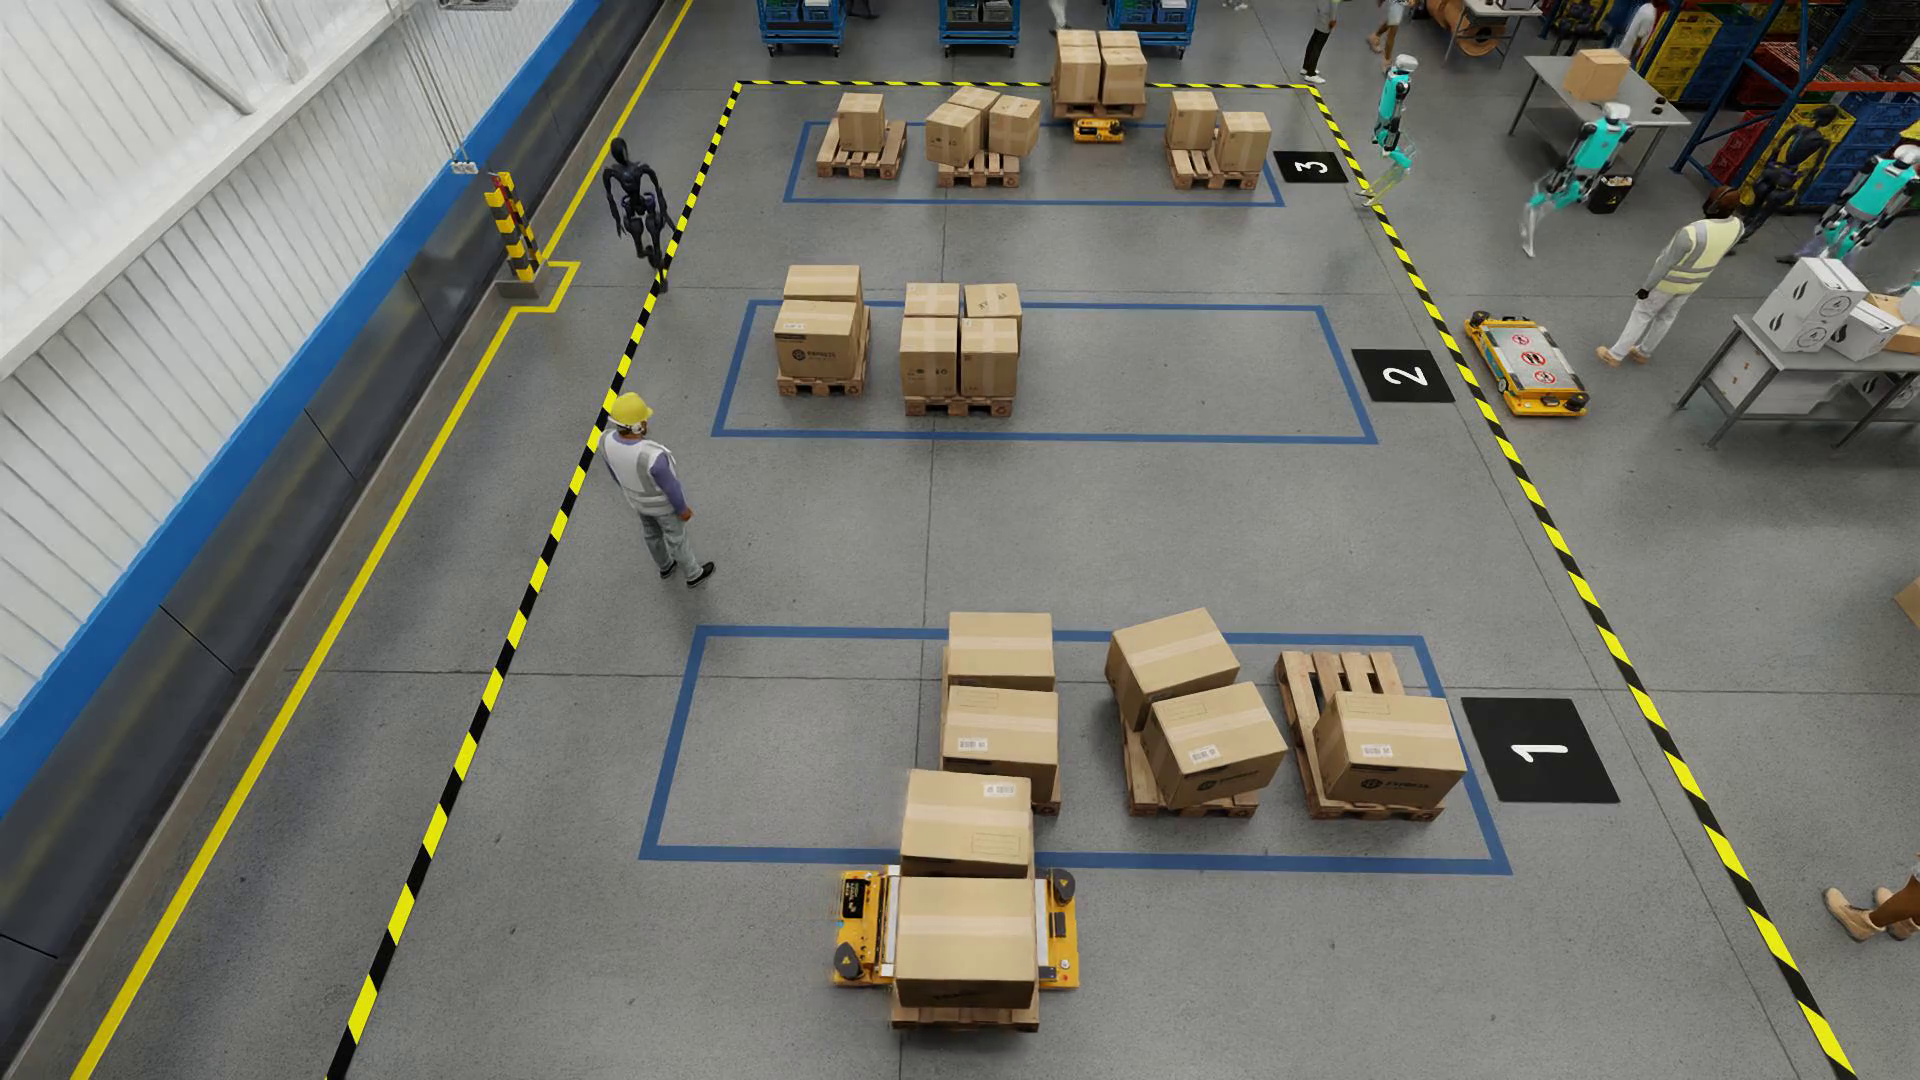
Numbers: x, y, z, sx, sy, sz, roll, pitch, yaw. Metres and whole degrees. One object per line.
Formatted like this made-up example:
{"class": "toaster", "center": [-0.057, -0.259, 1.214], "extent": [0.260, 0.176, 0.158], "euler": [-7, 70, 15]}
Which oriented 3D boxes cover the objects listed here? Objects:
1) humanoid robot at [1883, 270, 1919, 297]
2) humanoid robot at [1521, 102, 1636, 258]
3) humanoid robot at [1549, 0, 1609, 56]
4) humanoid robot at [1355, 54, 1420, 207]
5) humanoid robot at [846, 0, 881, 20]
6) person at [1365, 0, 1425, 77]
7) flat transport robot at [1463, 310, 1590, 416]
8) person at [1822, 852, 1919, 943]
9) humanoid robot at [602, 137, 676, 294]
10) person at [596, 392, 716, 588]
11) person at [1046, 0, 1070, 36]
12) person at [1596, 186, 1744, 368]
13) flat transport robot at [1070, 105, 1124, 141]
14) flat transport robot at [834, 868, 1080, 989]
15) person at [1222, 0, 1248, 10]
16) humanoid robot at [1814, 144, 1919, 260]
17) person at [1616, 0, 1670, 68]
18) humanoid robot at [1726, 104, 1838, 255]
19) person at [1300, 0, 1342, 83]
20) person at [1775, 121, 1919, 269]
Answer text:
{"class": "humanoid robot", "center": [9.417, -2.489, 8.748], "extent": [1.009, 1.730, 0.551], "euler": [13, 50, 11]}
{"class": "humanoid robot", "center": [6.585, -3.919, 10.028], "extent": [0.553, 1.891, 0.763], "euler": [1, 49, 1]}
{"class": "humanoid robot", "center": [8.837, -7.489, 13.099], "extent": [0.603, 1.628, 0.639], "euler": [30, 55, 23]}
{"class": "humanoid robot", "center": [5.056, -4.666, 10.512], "extent": [0.735, 1.677, 0.533], "euler": [1, 49, 1]}
{"class": "humanoid robot", "center": [-1.588, -9.202, 14.581], "extent": [0.689, 1.636, 0.601], "euler": [7, 50, 6]}
{"class": "person", "center": [6.380, -7.889, 13.241], "extent": [0.656, 1.980, 1.080], "euler": [-11, 50, -9]}
{"class": "flat transport robot", "center": [5.573, -1.757, 9.054], "extent": [0.659, 0.231, 1.431], "euler": [1, 49, 1]}
{"class": "person", "center": [5.580, 1.657, 4.933], "extent": [0.610, 2.032, 0.398], "euler": [2, 49, 2]}
{"class": "humanoid robot", "center": [-3.314, -3.437, 9.588], "extent": [0.603, 1.640, 0.561], "euler": [-8, 50, -7]}
{"class": "person", "center": [-2.250, -0.331, 6.792], "extent": [0.586, 1.822, 0.404], "euler": [21, 52, 17]}
{"class": "person", "center": [1.573, -8.586, 13.934], "extent": [0.600, 1.821, 0.549], "euler": [-27, 54, -21]}
{"class": "person", "center": [6.683, -2.428, 8.603], "extent": [0.627, 1.837, 0.429], "euler": [-9, 50, -8]}
{"class": "flat transport robot", "center": [1.867, -5.942, 12.658], "extent": [0.652, 0.197, 1.431], "euler": [1, 49, 1]}
{"class": "flat transport robot", "center": [-0.013, 2.316, 5.510], "extent": [1.431, 0.197, 0.652], "euler": [1, 49, 1]}
{"class": "person", "center": [4.633, -9.616, 14.880], "extent": [0.321, 1.742, 0.491], "euler": [-36, 58, -27]}
{"class": "humanoid robot", "center": [9.116, -3.141, 9.360], "extent": [0.723, 1.908, 0.566], "euler": [-22, 53, -18]}
{"class": "person", "center": [8.617, -6.261, 11.907], "extent": [0.580, 1.849, 0.553], "euler": [21, 52, 17]}
{"class": "humanoid robot", "center": [8.965, -3.899, 9.990], "extent": [0.607, 1.637, 0.588], "euler": [-11, 50, -9]}
{"class": "person", "center": [5.252, -7.497, 12.976], "extent": [0.393, 1.850, 0.587], "euler": [2, 49, 2]}
{"class": "person", "center": [9.513, -3.517, 9.607], "extent": [0.598, 1.742, 0.536], "euler": [20, 52, 17]}
